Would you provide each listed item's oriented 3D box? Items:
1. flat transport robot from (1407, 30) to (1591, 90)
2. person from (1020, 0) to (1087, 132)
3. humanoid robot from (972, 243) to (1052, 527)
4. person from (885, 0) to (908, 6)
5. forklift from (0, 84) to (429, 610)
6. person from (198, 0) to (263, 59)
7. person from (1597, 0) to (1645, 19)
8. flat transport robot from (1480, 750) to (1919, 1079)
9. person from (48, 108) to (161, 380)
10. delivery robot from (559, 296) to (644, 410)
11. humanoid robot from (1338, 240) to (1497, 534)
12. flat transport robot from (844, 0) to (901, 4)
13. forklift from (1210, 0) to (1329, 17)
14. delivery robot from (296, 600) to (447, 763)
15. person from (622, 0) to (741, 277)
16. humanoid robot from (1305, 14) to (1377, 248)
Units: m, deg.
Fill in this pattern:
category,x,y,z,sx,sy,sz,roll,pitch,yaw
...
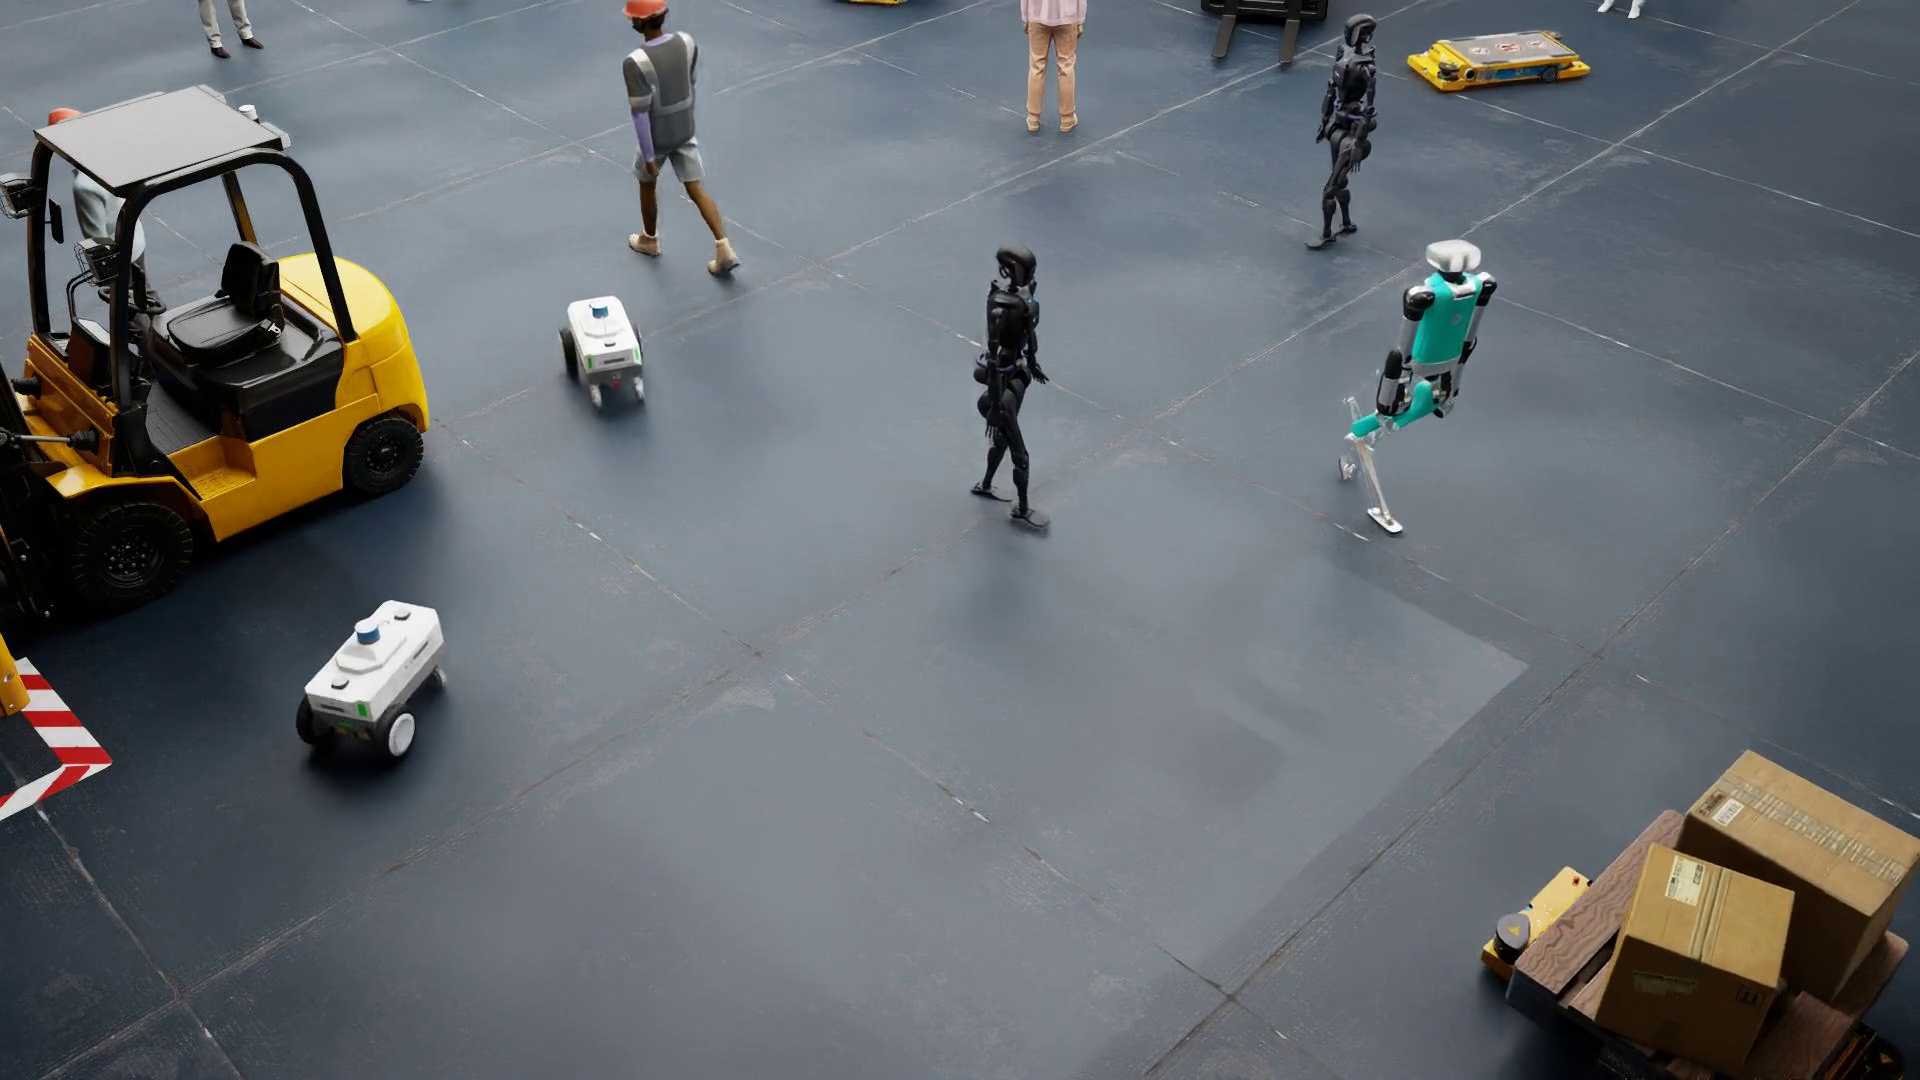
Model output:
category,x,y,z,sx,sy,sz,roll,pitch,yaw
flat transport robot,4.751,-4.224,14.650,1.431,0.231,0.659,-9,38,-12
person,0.742,-4.126,13.253,0.527,1.784,0.401,4,37,6
humanoid robot,0.328,-0.856,8.980,0.626,1.639,0.598,15,39,19
person,-0.733,-6.069,15.741,0.622,1.930,0.376,29,45,33
forklift,-4.145,-1.093,8.856,2.313,2.155,1.214,-31,47,-34
person,-6.604,-5.173,14.668,0.388,1.776,0.539,29,45,33
person,6.347,-5.714,15.507,0.519,1.632,0.312,23,42,27
flat transport robot,2.861,1.836,6.539,0.659,0.231,1.431,-29,46,-33
person,-5.190,-1.803,10.179,0.352,1.742,0.572,-4,37,-5
delivery robot,-2.221,-1.214,10.399,0.499,0.613,0.816,-12,39,-16
humanoid robot,2.320,-0.875,9.002,0.552,1.845,0.866,-16,40,-21
flat transport robot,-0.785,-5.673,16.591,0.659,0.231,1.431,6,37,8
forklift,3.106,-6.400,15.960,1.214,2.155,2.313,8,37,10
delivery robot,-2.776,0.638,7.896,0.523,0.585,0.737,11,38,14
person,-1.950,-2.748,11.234,0.605,2.002,0.994,-31,46,-34
humanoid robot,2.695,-2.876,11.673,0.510,1.642,0.591,-12,39,-16
